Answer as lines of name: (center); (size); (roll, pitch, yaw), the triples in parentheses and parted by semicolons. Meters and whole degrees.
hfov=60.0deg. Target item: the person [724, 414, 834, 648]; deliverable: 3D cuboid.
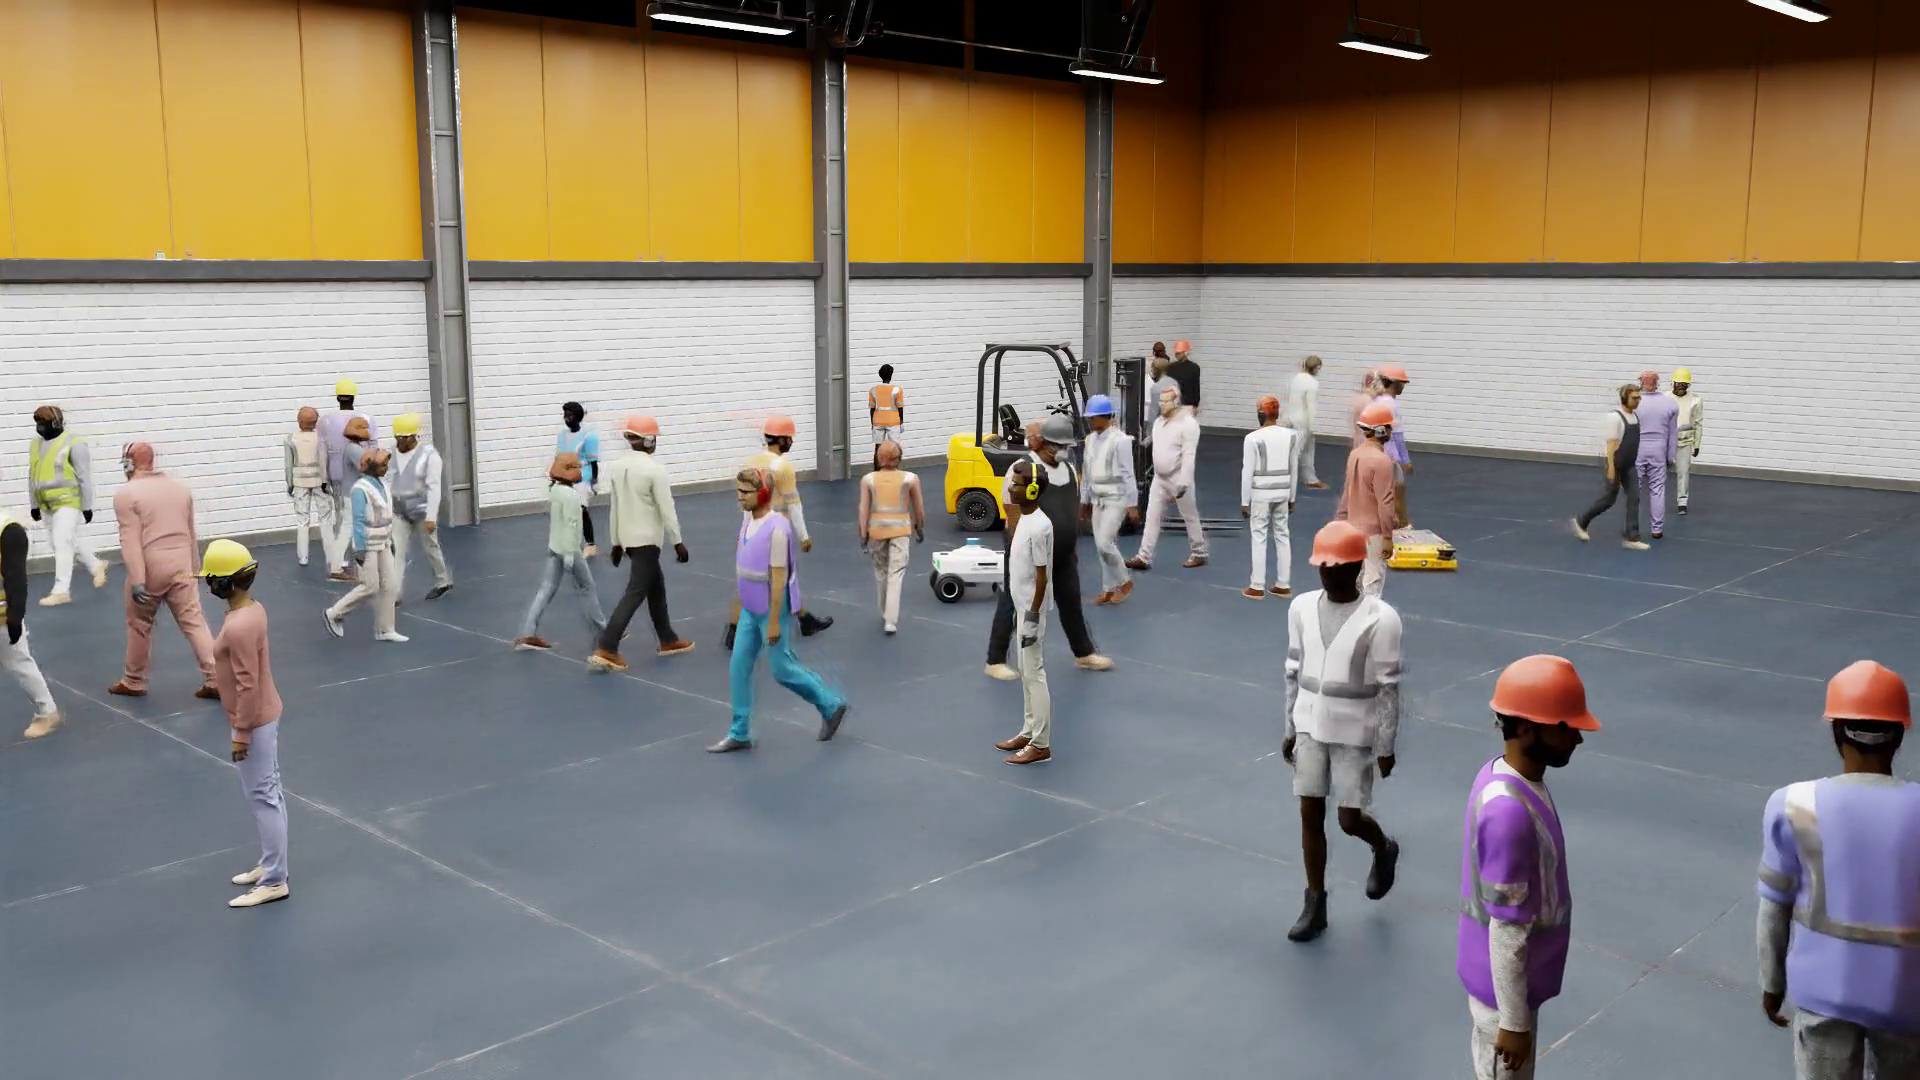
person: (-1.487, -0.079, 13.407); (1.043, 1.872, 0.544); (-6, 11, -32)

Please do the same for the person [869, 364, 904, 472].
person: (-1.037, -1.635, 23.521); (0.531, 1.694, 0.320); (3, 10, 19)

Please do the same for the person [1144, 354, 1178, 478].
person: (2.668, -1.566, 22.480); (0.623, 1.887, 0.644); (-3, 10, -17)

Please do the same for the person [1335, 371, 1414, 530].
person: (4.808, -1.033, 19.319); (0.903, 1.856, 0.654); (2, 9, 12)

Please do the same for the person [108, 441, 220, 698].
person: (-5.606, 0.222, 11.724); (0.959, 1.839, 0.668); (4, 10, 25)

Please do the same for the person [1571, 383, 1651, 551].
person: (7.140, -0.816, 18.145); (0.517, 1.818, 0.861); (-7, 12, -36)

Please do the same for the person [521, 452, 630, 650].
person: (-3.133, 0.084, 13.279); (0.879, 1.587, 0.513); (-6, 11, -32)

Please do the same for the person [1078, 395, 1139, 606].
person: (1.303, -0.337, 14.851); (0.484, 1.922, 0.677); (-6, 11, -31)

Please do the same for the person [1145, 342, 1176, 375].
person: (3.285, -2.344, 27.425); (0.619, 1.839, 0.430); (-3, 10, -18)

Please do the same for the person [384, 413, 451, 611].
person: (-4.907, -0.268, 14.923); (0.625, 1.768, 0.926); (2, 10, 14)

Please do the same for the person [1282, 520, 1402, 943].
person: (1.761, 0.847, 7.611); (0.550, 1.920, 0.671); (8, 12, 41)

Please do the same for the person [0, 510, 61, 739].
person: (-6.098, 0.447, 10.449); (0.627, 1.799, 0.957); (1, 9, 5)

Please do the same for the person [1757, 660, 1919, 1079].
person: (2.645, 1.296, 4.899); (0.570, 1.899, 0.788); (4, 10, 25)

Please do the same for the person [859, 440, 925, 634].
person: (-0.576, -0.034, 13.998); (0.526, 1.591, 0.848); (2, 9, 9)

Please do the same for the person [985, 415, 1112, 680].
person: (0.681, 0.007, 12.384); (0.856, 2.000, 0.575); (-8, 12, -39)

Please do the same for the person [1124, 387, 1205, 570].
person: (2.121, -0.611, 16.737); (1.004, 1.853, 0.660); (-7, 12, -37)

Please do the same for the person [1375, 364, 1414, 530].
person: (4.704, -0.926, 18.288); (0.963, 2.003, 0.616); (1, 9, 9)

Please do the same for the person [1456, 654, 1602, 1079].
person: (1.646, 1.281, 4.887); (0.358, 1.934, 0.551); (3, 10, 18)

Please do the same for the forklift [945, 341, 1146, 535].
forklift: (0.977, -1.223, 19.452); (2.313, 2.155, 1.214); (2, 9, 11)

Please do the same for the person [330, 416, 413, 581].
person: (-5.809, -0.411, 16.271); (0.842, 1.591, 0.518); (-5, 11, -28)

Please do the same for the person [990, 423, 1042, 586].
person: (0.637, -0.283, 15.468); (0.777, 1.598, 0.523); (-3, 10, -17)

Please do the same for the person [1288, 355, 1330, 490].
person: (4.596, -1.588, 22.675); (0.943, 1.887, 0.681); (-1, 9, -8)

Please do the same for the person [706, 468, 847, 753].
person: (-1.151, 0.437, 10.461); (0.839, 1.819, 0.563); (-5, 11, -30)

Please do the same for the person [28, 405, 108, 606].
person: (-8.184, -0.345, 15.255); (0.630, 1.818, 0.783); (4, 10, 22)

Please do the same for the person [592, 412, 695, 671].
person: (-2.463, 0.002, 12.723); (1.023, 1.951, 0.624); (-9, 13, -42)

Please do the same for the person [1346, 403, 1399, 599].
person: (3.226, -0.076, 13.027); (0.375, 1.997, 0.612); (-2, 10, -14)

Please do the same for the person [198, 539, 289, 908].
person: (-3.416, 0.868, 7.952); (0.329, 1.765, 0.526); (-3, 10, -17)

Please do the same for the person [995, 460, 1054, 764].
person: (0.406, 0.447, 10.239); (0.328, 1.862, 0.510); (-1, 9, -7)

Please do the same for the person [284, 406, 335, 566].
person: (-6.628, -0.546, 17.016); (0.533, 1.634, 0.321); (-1, 9, -7)

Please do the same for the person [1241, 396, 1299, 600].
person: (2.840, -0.384, 15.287); (0.581, 1.879, 0.349); (-4, 10, -21)

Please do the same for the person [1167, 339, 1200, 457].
person: (3.443, -2.117, 25.616); (0.631, 1.973, 0.800); (9, 13, 42)

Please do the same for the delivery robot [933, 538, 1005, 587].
delivery robot: (0.113, 0.226, 15.295); (0.707, 0.478, 0.477); (-1, 9, -7)

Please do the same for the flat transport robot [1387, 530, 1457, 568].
flat transport robot: (4.698, 0.074, 17.381); (0.652, 0.197, 1.431); (1, 9, 3)

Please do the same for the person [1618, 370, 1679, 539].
person: (7.709, -0.957, 18.751); (0.694, 1.902, 0.395); (1, 9, 6)

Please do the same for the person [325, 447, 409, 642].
person: (-4.820, 0.048, 13.432); (0.567, 1.616, 0.560); (1, 9, 7)

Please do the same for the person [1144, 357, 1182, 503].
person: (2.596, -1.420, 21.591); (0.950, 1.886, 0.633); (5, 10, 26)

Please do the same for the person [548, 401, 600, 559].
person: (-4.017, -0.587, 17.161); (0.552, 1.673, 0.730); (8, 12, 39)

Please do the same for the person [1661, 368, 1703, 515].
person: (8.861, -1.220, 20.586); (0.596, 1.825, 0.403); (3, 10, 20)

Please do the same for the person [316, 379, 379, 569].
person: (-6.196, -0.671, 16.885); (0.590, 1.926, 0.388); (-2, 10, -14)
